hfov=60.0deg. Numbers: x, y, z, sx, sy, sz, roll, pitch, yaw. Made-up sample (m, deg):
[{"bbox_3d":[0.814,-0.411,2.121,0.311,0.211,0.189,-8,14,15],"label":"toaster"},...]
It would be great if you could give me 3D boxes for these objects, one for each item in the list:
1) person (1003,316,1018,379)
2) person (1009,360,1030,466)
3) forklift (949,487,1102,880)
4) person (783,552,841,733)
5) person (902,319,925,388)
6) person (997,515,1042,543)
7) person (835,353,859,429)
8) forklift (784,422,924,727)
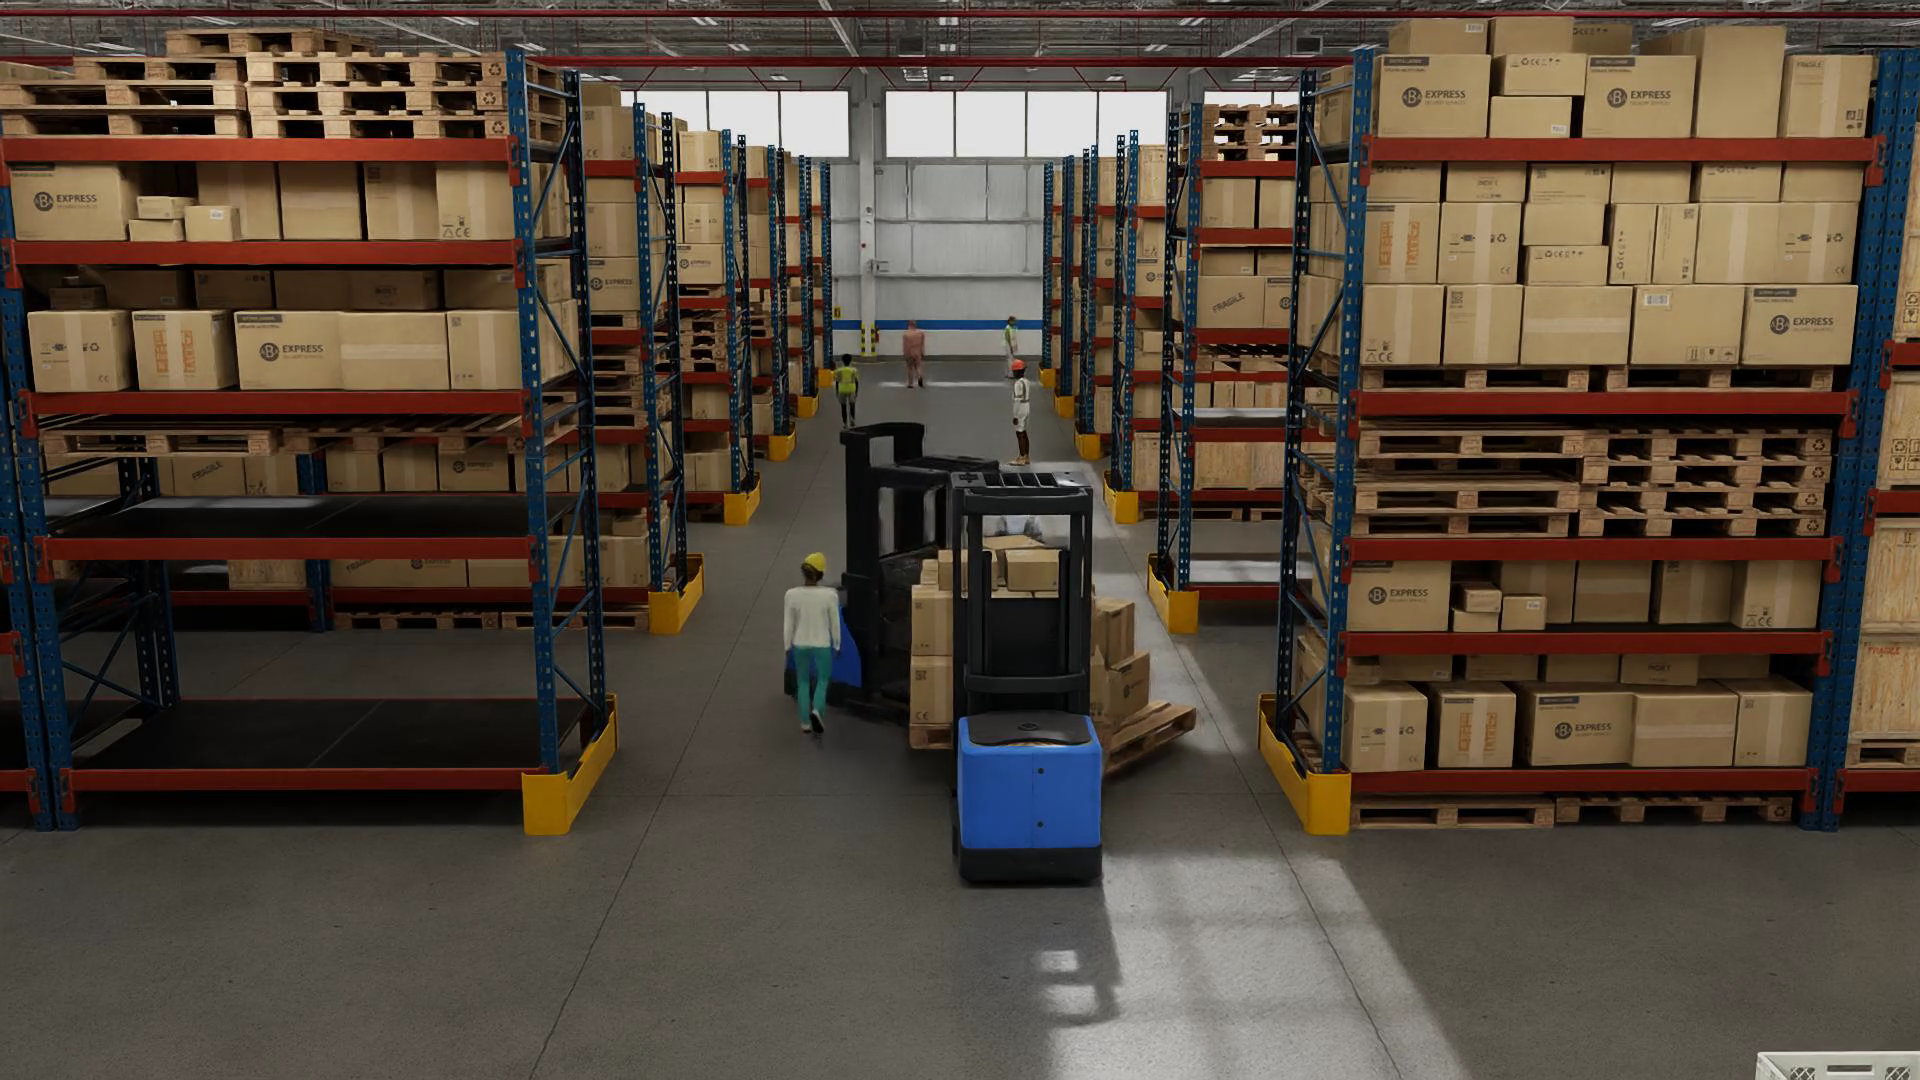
[{"bbox_3d":[1.471,-5.545,47.814,0.439,1.822,0.607,5,12,22],"label":"person"},{"bbox_3d":[1.138,-2.436,31.897,0.405,2.035,0.601,3,12,16],"label":"person"},{"bbox_3d":[0.495,0.986,12.813,1.129,2.768,1.873,0,11,-2],"label":"forklift"},{"bbox_3d":[-1.400,0.986,15.636,0.554,1.736,0.450,1,11,5],"label":"person"},{"bbox_3d":[-1.281,-5.069,45.278,0.669,1.891,0.442,-6,13,-27],"label":"person"},{"bbox_3d":[0.689,0.218,19.678,0.540,1.655,0.863,5,12,22],"label":"person"},{"bbox_3d":[-2.534,-3.331,37.199,0.538,1.682,0.442,-1,11,-6],"label":"person"},{"bbox_3d":[-0.760,0.257,16.428,1.873,2.768,1.129,8,14,36],"label":"forklift"}]
